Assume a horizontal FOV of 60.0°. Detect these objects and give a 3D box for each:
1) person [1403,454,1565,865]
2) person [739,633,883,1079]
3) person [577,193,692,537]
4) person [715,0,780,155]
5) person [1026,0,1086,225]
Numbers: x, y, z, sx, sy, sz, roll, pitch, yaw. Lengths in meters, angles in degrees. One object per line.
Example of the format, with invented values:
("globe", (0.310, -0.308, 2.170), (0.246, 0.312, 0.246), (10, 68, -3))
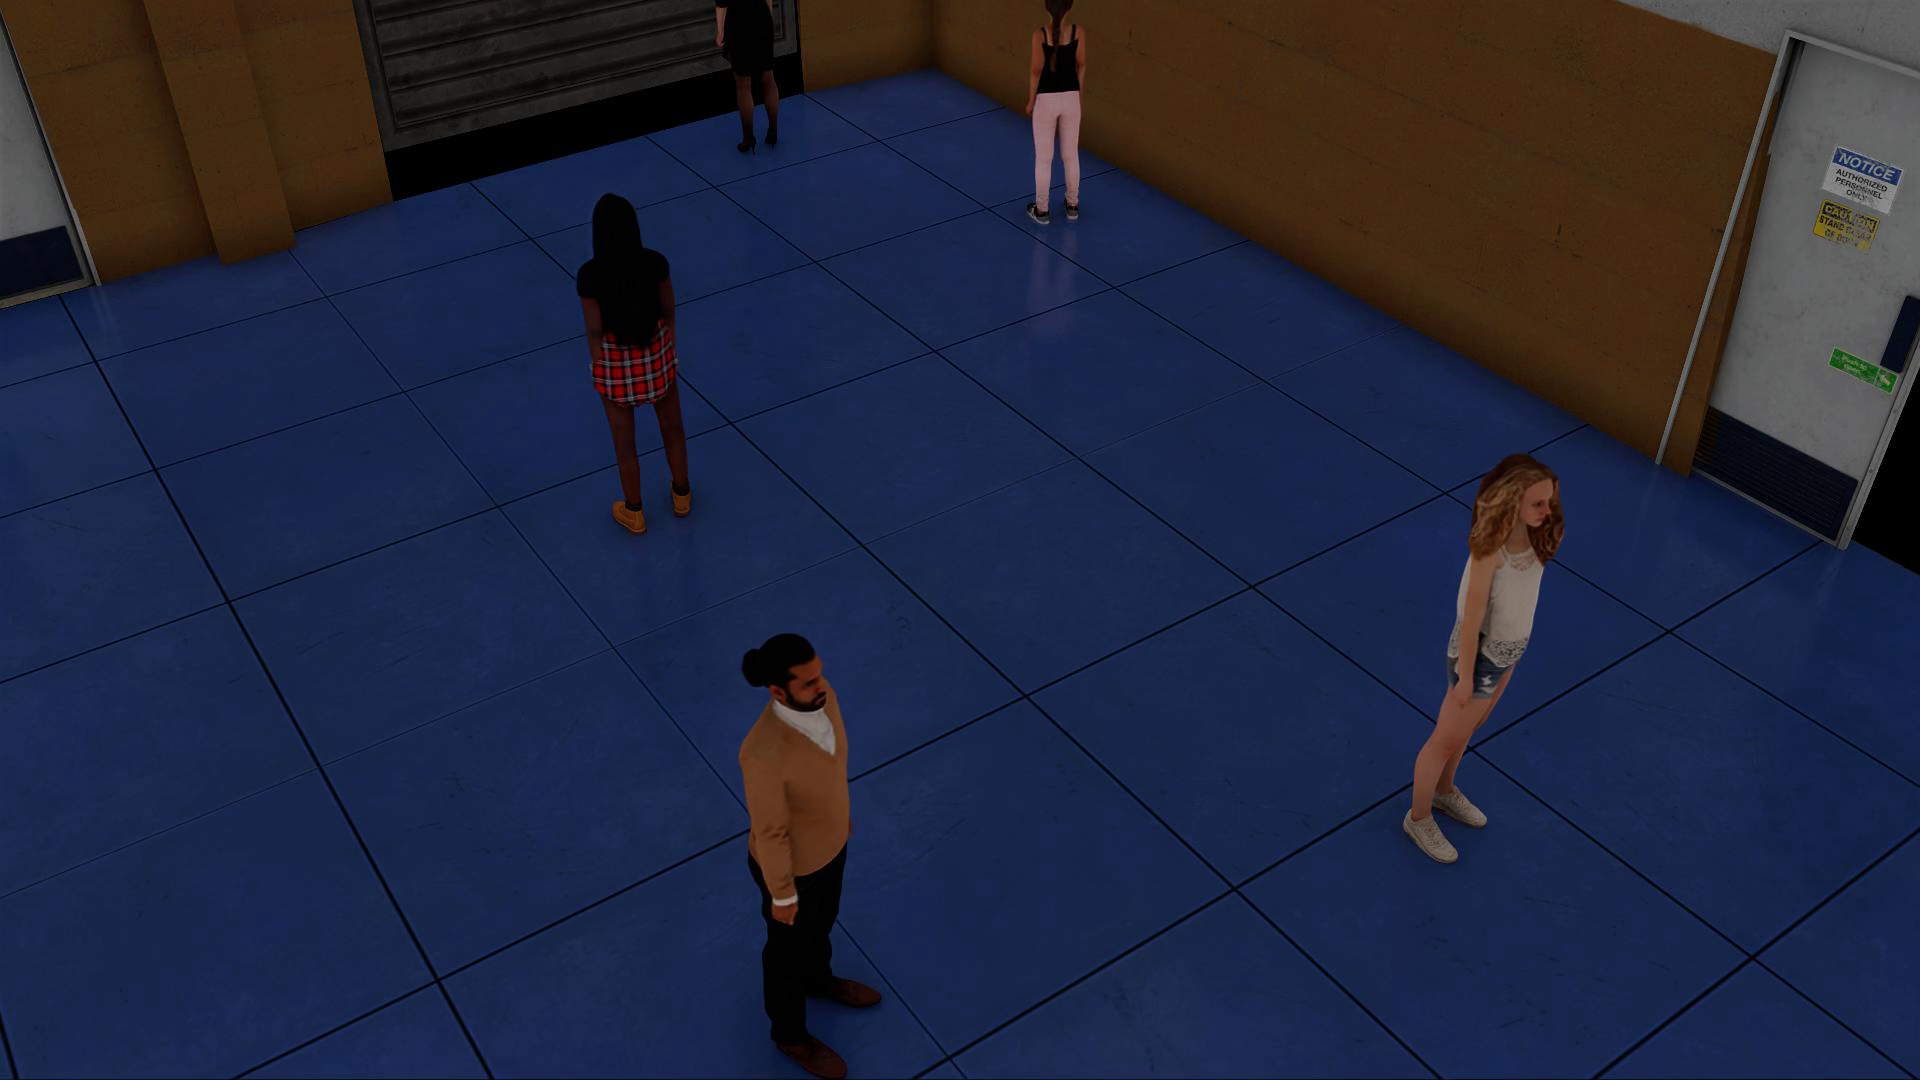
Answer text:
("person", (1.903, 0.442, 6.126), (0.678, 1.719, 0.511), (29, 46, 33))
("person", (-0.510, 0.996, 5.359), (0.818, 1.754, 0.726), (12, 39, 16))
("person", (-1.519, -0.815, 7.793), (0.541, 1.729, 0.670), (-20, 41, -24))
("person", (-1.442, -3.472, 11.338), (0.448, 1.706, 0.648), (-20, 41, -24))
("person", (0.615, -2.761, 10.522), (0.561, 1.565, 0.669), (-8, 38, -10))
